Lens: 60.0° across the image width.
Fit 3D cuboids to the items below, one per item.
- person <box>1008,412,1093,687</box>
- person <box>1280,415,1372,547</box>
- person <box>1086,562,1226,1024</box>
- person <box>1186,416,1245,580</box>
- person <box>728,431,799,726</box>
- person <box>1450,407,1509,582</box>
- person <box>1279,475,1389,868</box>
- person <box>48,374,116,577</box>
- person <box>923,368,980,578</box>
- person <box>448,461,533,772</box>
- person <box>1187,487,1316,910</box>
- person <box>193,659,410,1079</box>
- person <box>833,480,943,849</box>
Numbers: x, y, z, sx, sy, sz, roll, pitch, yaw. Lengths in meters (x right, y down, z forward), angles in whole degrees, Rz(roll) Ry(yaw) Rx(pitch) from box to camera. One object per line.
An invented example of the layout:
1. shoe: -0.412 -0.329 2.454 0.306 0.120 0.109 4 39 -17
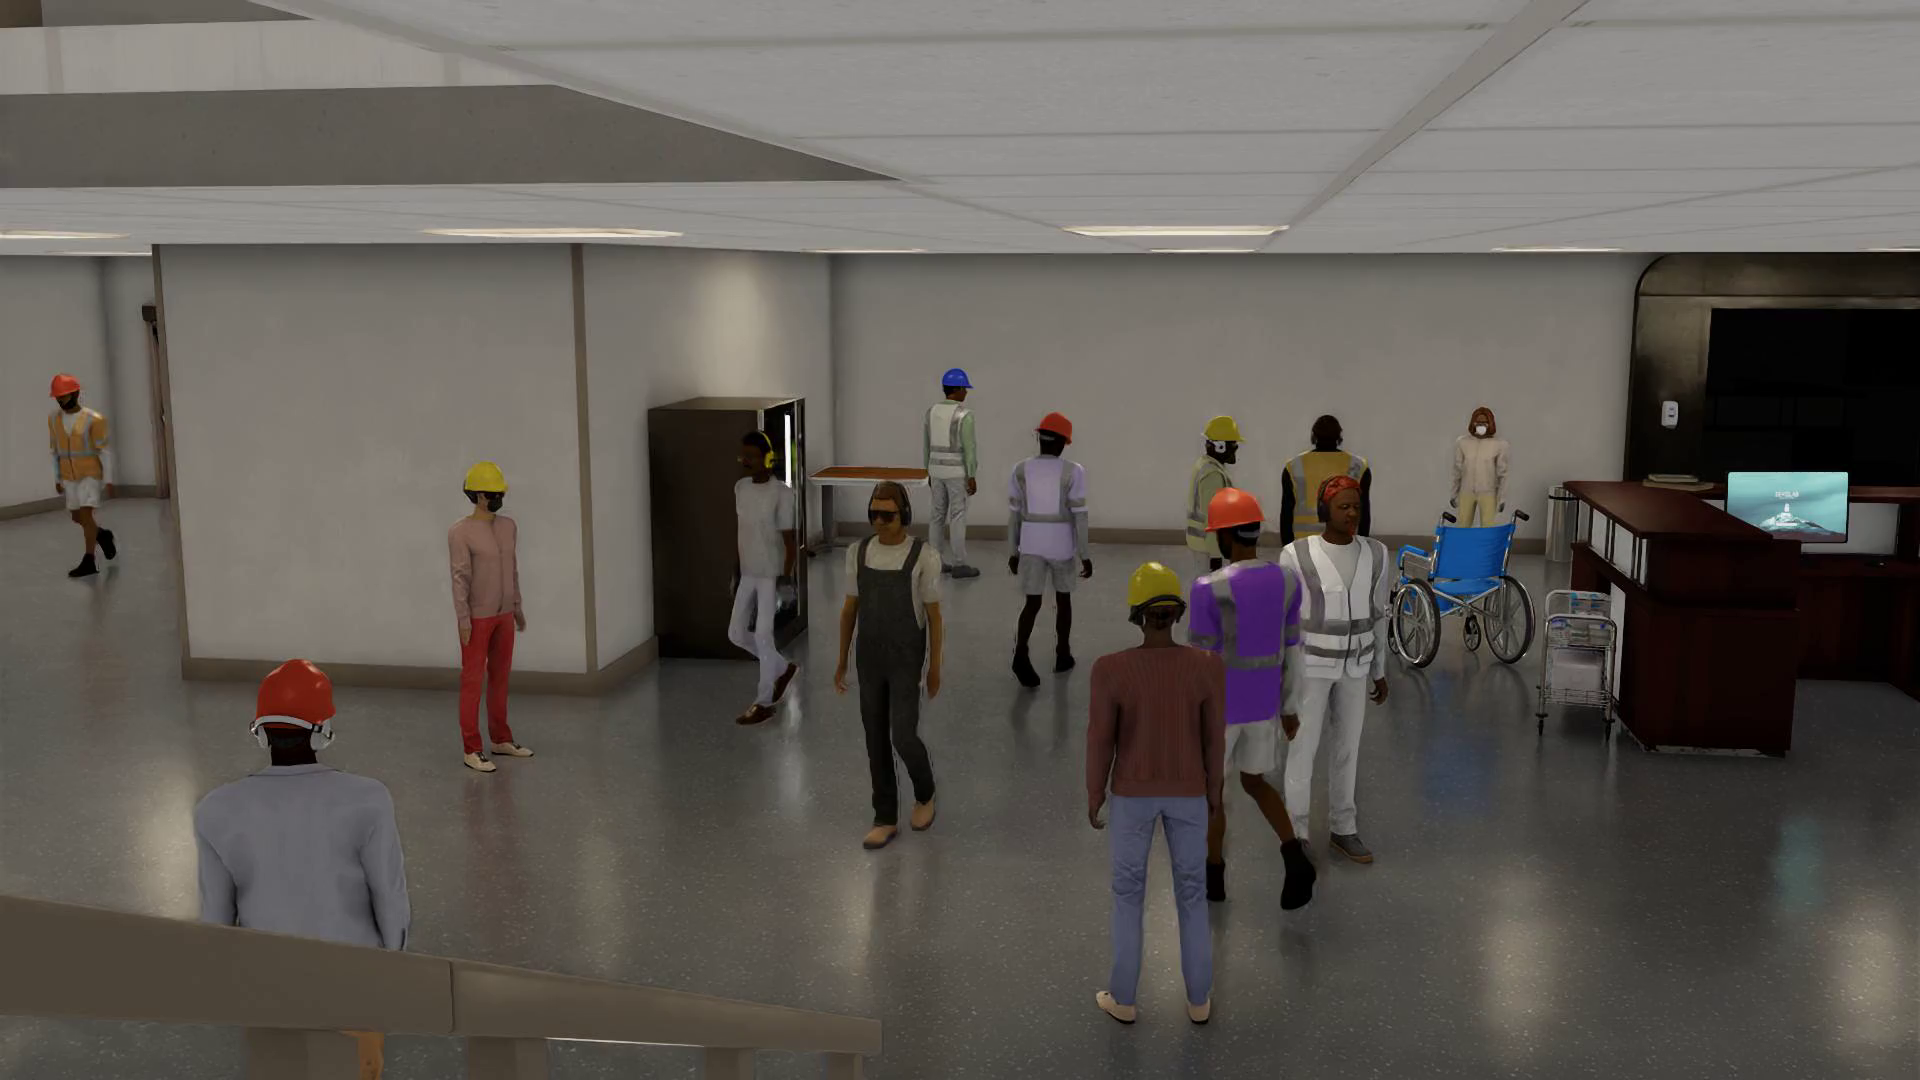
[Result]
1. person: 0.600 0.057 11.507 0.602 1.892 0.858 3 10 17
2. person: 2.595 0.029 11.846 0.628 1.835 0.432 3 10 16
3. person: 0.742 0.959 6.337 0.536 1.756 0.382 0 9 -2
4. person: 1.814 0.025 11.870 0.404 1.825 0.595 1 9 4
5. person: -1.237 0.227 10.492 0.538 1.860 0.506 8 12 41
6. person: 4.699 -0.393 15.061 0.504 1.627 0.285 6 11 31
7. person: 1.784 0.626 7.962 0.575 1.884 0.355 -3 10 -17
8. person: -8.250 -0.638 15.729 0.585 1.903 0.792 1 9 6
9. person: -0.075 -0.620 15.461 0.609 1.942 0.402 9 13 43
10. person: -2.697 0.428 9.548 0.308 1.769 0.524 4 10 25
11. person: 1.260 0.719 7.325 0.550 1.905 0.700 -4 10 -25
12. person: -1.865 1.206 4.783 0.563 1.753 0.327 -2 9 -11
13. person: -0.356 0.608 8.230 0.525 1.830 0.416 4 10 25
